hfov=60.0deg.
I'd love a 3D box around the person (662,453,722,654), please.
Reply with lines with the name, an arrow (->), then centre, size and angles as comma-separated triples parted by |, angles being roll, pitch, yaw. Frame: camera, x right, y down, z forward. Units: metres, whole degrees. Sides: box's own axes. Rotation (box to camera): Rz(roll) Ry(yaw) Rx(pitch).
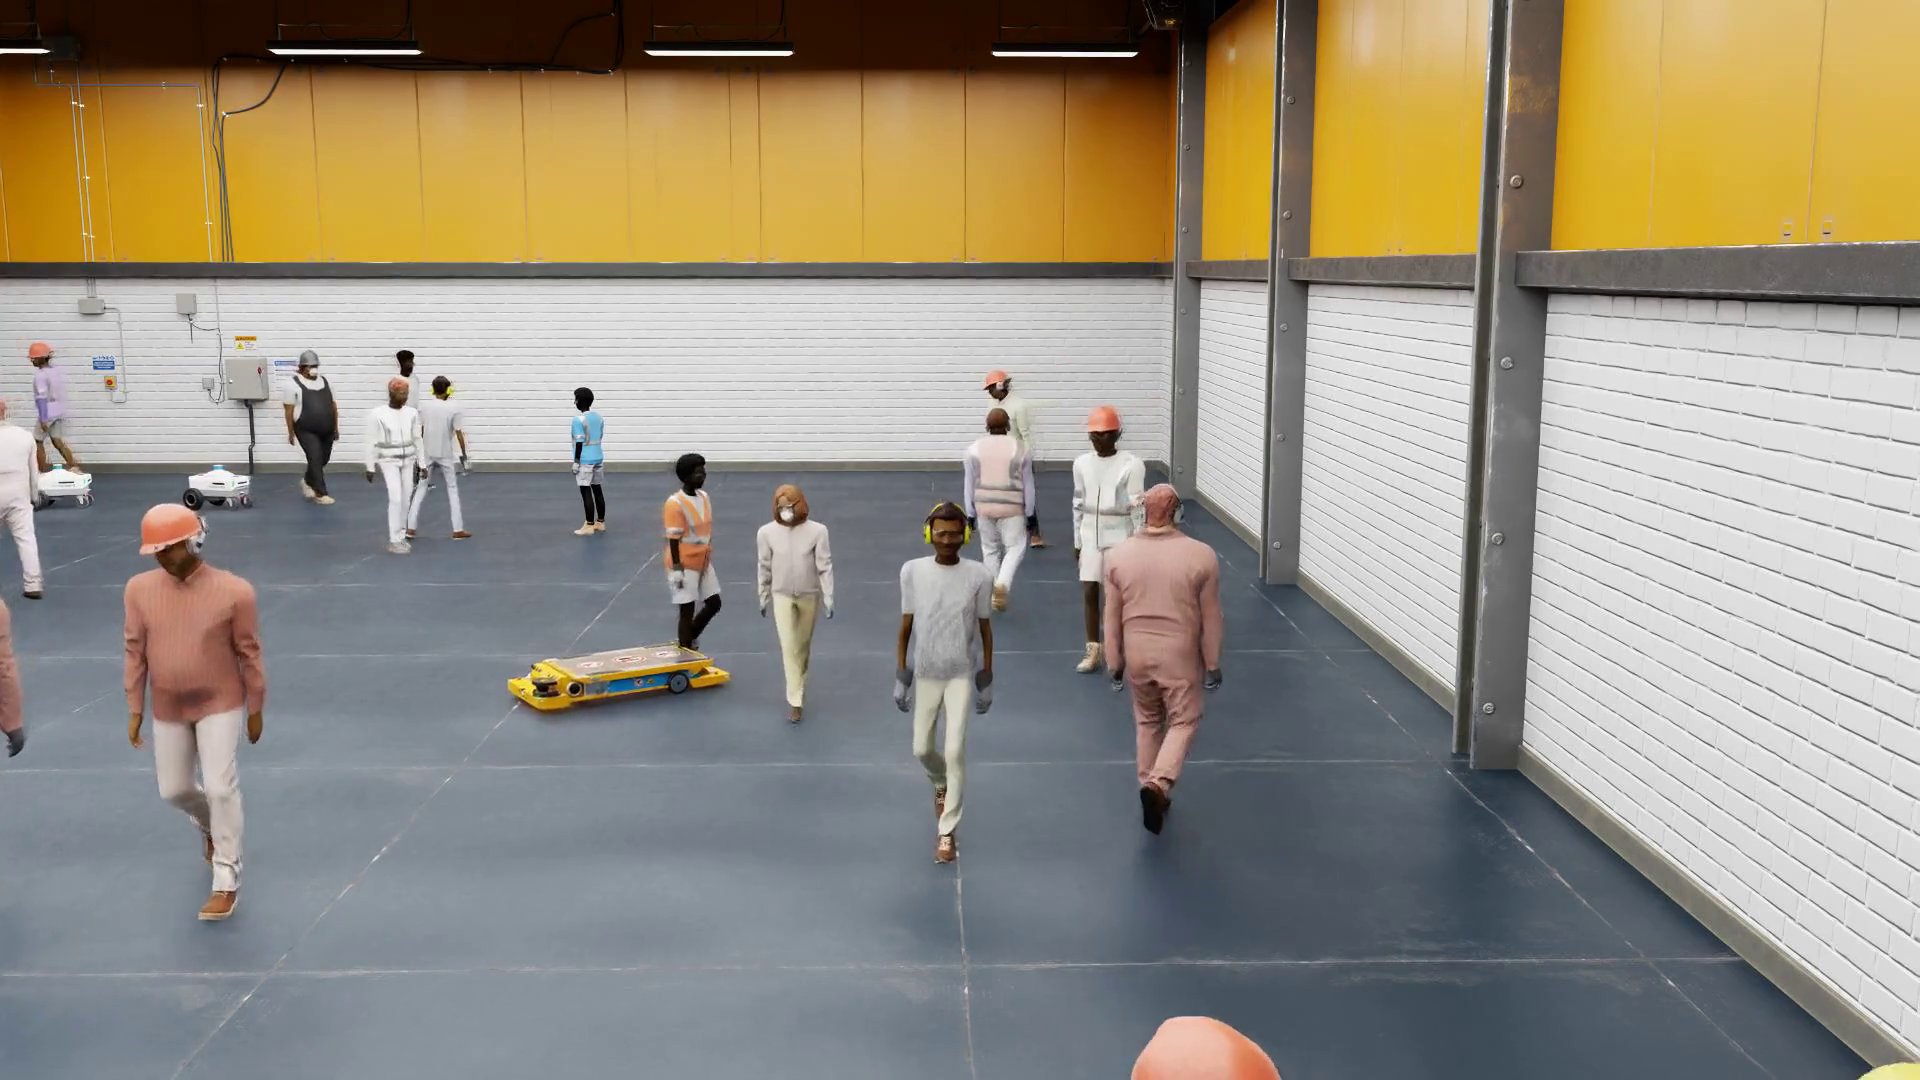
person -> -1.998, 0.186, 12.357 | 0.347, 1.684, 0.555 | 5, 10, 26

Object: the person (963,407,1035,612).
person -> 0.336, -0.254, 14.624 | 0.640, 1.824, 0.668 | 2, 10, 15

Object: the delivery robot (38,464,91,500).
delivery robot -> -11.420, -0.717, 21.080 | 0.707, 0.478, 0.477 | -3, 10, -16

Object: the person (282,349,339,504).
person -> -8.449, -1.506, 21.660 | 0.914, 2.000, 0.684 | 7, 12, 37

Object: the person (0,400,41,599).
person -> -8.863, -0.387, 15.383 | 1.006, 1.850, 0.665 | 7, 12, 38

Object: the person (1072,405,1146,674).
person -> 1.148, -0.025, 12.651 | 0.617, 2.020, 0.788 | 6, 11, 31

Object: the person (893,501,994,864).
person -> -0.080, 0.700, 8.705 | 0.532, 1.853, 0.702 | 1, 9, 7

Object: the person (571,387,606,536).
person -> -4.247, -0.893, 18.958 | 0.316, 1.693, 0.541 | 3, 10, 19

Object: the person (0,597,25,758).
person -> -4.701, 0.881, 7.596 | 0.669, 1.855, 0.976 | -3, 10, -16

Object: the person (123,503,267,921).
person -> -3.631, 0.771, 7.964 | 0.625, 1.961, 0.767 | -1, 9, -6

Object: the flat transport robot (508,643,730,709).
flat transport robot -> -2.447, 0.960, 11.951 | 1.431, 0.197, 0.652 | -6, 11, -33

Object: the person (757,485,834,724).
person -> -1.124, 0.398, 11.400 | 0.516, 1.584, 0.836 | -1, 9, -6

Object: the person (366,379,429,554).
person -> -5.987, -0.789, 17.833 | 0.673, 1.851, 0.625 | 8, 12, 40

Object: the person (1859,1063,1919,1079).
person -> 1.485, 1.711, 2.486 | 0.580, 1.870, 0.914 | -2, 9, -12

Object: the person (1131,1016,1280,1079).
person -> 0.424, 1.682, 2.581 | 0.864, 1.877, 0.576 | 4, 10, 25

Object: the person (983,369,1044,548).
person -> 0.562, -0.887, 18.173 | 0.437, 1.942, 0.766 | -8, 12, -40

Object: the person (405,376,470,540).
person -> -5.870, -0.897, 18.557 | 0.768, 1.842, 0.534 | -1, 9, -3

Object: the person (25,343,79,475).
person -> -12.752, -1.757, 23.304 | 0.798, 2.021, 0.667 | -1, 9, -4

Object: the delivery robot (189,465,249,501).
delivery robot -> -9.365, -0.708, 21.022 | 0.707, 0.478, 0.477 | 3, 10, 15

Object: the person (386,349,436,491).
person -> -7.451, -1.616, 22.642 | 0.667, 1.931, 0.626 | 4, 10, 22

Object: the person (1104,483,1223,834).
person -> 1.079, 0.640, 8.986 | 0.646, 1.884, 0.709 | 4, 10, 25
